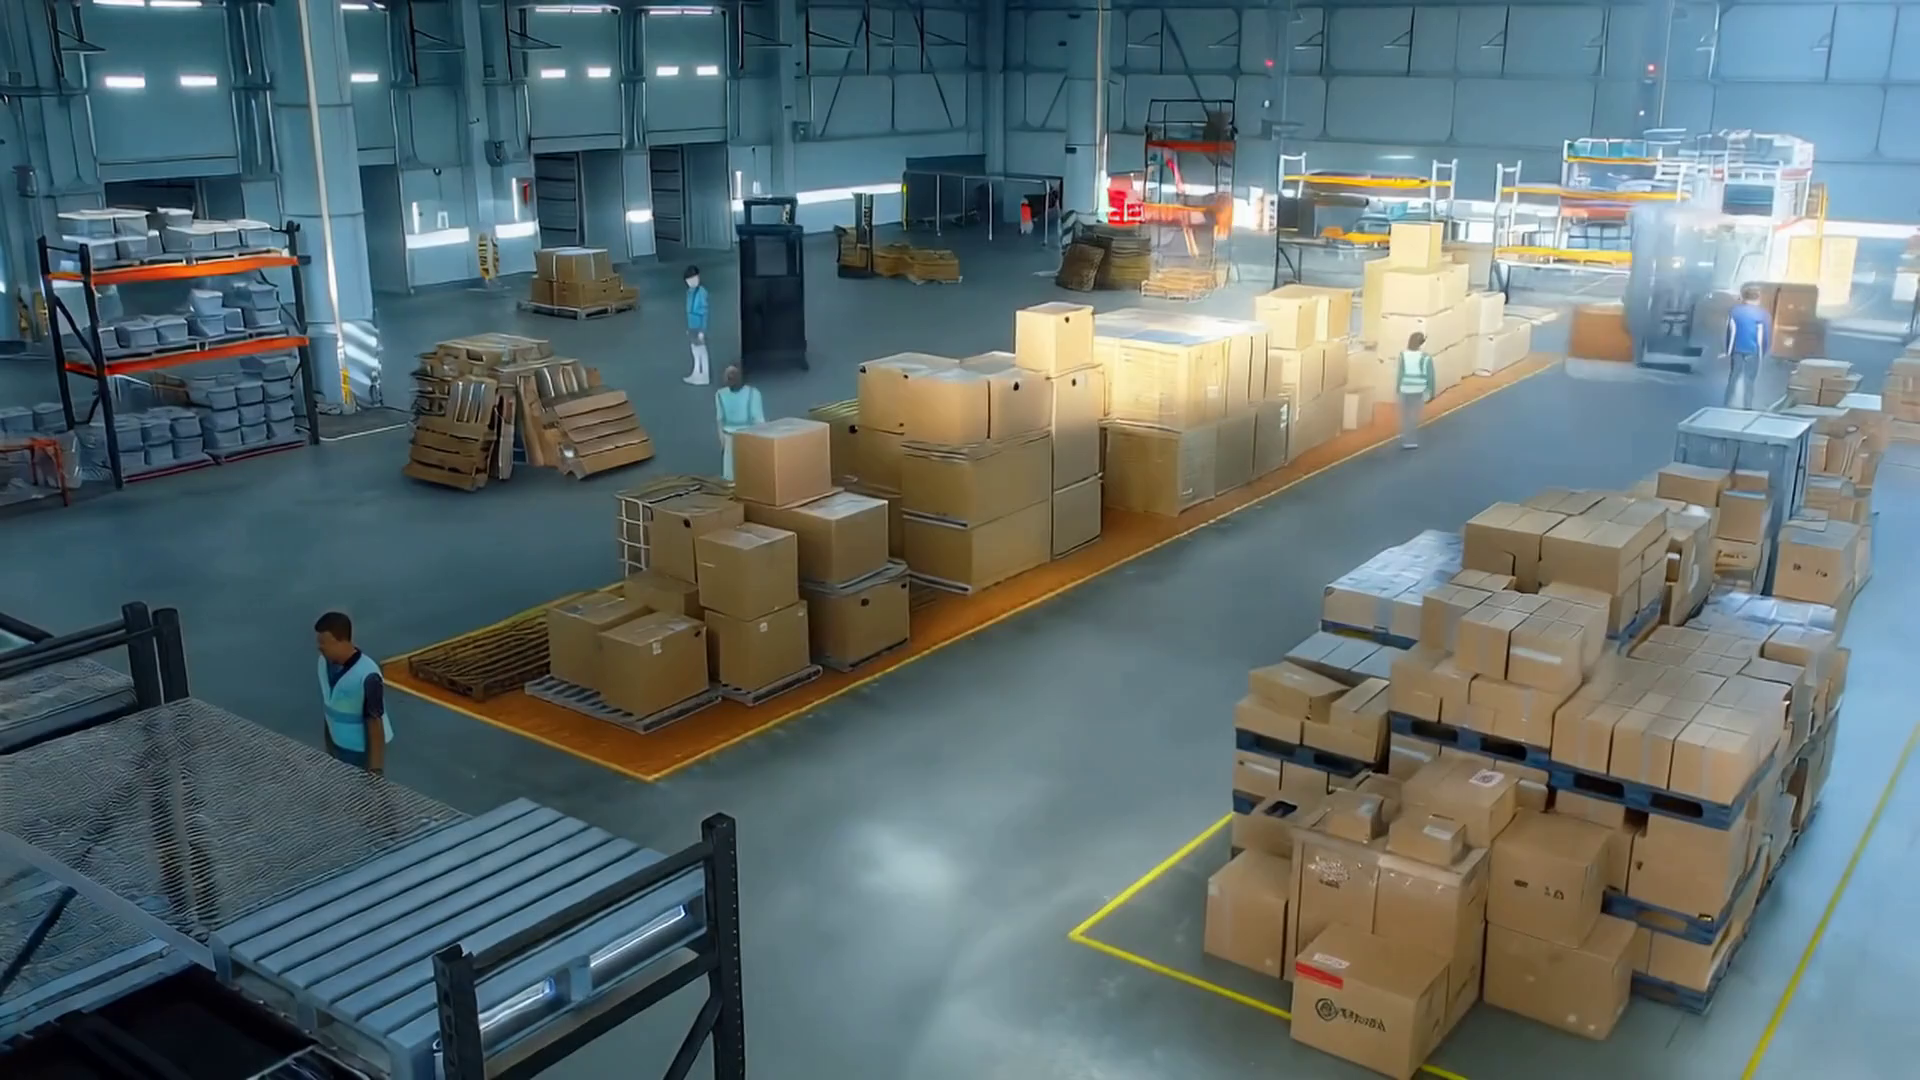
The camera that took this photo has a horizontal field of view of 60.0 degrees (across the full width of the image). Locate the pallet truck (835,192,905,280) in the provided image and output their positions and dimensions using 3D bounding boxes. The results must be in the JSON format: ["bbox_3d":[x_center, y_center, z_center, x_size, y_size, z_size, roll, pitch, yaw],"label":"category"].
[{"bbox_3d":[-1.936,-7.159,38.982,1.885,1.965,0.823,-12,21,-34],"label":"pallet truck"}]

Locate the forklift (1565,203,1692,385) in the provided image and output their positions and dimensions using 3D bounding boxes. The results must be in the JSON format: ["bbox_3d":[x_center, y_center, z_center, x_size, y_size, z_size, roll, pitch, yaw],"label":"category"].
[{"bbox_3d":[11.128,-4.088,27.312,1.873,2.768,1.129,8,19,26],"label":"forklift"}]

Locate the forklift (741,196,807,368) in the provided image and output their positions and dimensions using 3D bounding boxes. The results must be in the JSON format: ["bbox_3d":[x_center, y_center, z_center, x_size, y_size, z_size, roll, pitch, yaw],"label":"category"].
[{"bbox_3d":[-3.237,-4.508,28.700,1.129,2.768,1.873,-1,17,-5],"label":"forklift"}]

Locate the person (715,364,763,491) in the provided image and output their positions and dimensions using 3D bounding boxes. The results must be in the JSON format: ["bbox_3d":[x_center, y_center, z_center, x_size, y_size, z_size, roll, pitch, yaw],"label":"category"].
[{"bbox_3d":[-2.555,-1.107,19.217,0.599,1.836,0.972,3,17,9],"label":"person"}]

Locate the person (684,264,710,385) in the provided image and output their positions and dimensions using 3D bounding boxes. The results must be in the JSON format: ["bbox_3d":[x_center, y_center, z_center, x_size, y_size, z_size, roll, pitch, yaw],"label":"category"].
[{"bbox_3d":[-4.277,-3.484,26.910,0.354,1.942,0.545,-12,21,-34],"label":"person"}]

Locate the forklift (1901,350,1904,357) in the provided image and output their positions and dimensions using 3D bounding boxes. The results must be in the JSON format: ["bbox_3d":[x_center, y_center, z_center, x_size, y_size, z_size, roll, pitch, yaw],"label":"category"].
[{"bbox_3d":[17.575,-4.484,28.623,1.873,2.768,1.129,12,21,35],"label":"forklift"}]

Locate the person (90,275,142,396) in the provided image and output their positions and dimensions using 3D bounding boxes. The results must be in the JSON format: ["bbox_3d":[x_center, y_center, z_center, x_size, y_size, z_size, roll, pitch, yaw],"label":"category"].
[{"bbox_3d":[-13.423,-3.287,26.368,0.549,1.898,0.980,16,23,42],"label":"person"}]

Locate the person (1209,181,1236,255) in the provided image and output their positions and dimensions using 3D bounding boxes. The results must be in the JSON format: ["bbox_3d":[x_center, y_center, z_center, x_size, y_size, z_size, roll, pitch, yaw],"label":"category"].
[{"bbox_3d":[6.788,-8.265,42.786,0.797,1.917,0.639,-7,18,-22],"label":"person"}]

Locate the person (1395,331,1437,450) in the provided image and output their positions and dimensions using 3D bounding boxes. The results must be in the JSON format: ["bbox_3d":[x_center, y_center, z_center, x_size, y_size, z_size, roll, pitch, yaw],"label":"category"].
[{"bbox_3d":[6.251,-2.047,22.703,0.608,1.621,0.524,-16,23,-42],"label":"person"}]

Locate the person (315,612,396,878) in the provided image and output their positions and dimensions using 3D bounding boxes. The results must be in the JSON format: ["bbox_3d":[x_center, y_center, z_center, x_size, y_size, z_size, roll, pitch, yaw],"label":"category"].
[{"bbox_3d":[-3.963,1.366,10.918,0.596,1.907,0.412,12,21,35],"label":"person"}]

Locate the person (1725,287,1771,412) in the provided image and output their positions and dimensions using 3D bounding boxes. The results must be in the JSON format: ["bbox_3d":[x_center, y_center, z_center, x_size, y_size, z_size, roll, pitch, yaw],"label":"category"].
[{"bbox_3d":[11.588,-2.760,24.517,0.373,1.940,0.629,-15,22,-41],"label":"person"}]
